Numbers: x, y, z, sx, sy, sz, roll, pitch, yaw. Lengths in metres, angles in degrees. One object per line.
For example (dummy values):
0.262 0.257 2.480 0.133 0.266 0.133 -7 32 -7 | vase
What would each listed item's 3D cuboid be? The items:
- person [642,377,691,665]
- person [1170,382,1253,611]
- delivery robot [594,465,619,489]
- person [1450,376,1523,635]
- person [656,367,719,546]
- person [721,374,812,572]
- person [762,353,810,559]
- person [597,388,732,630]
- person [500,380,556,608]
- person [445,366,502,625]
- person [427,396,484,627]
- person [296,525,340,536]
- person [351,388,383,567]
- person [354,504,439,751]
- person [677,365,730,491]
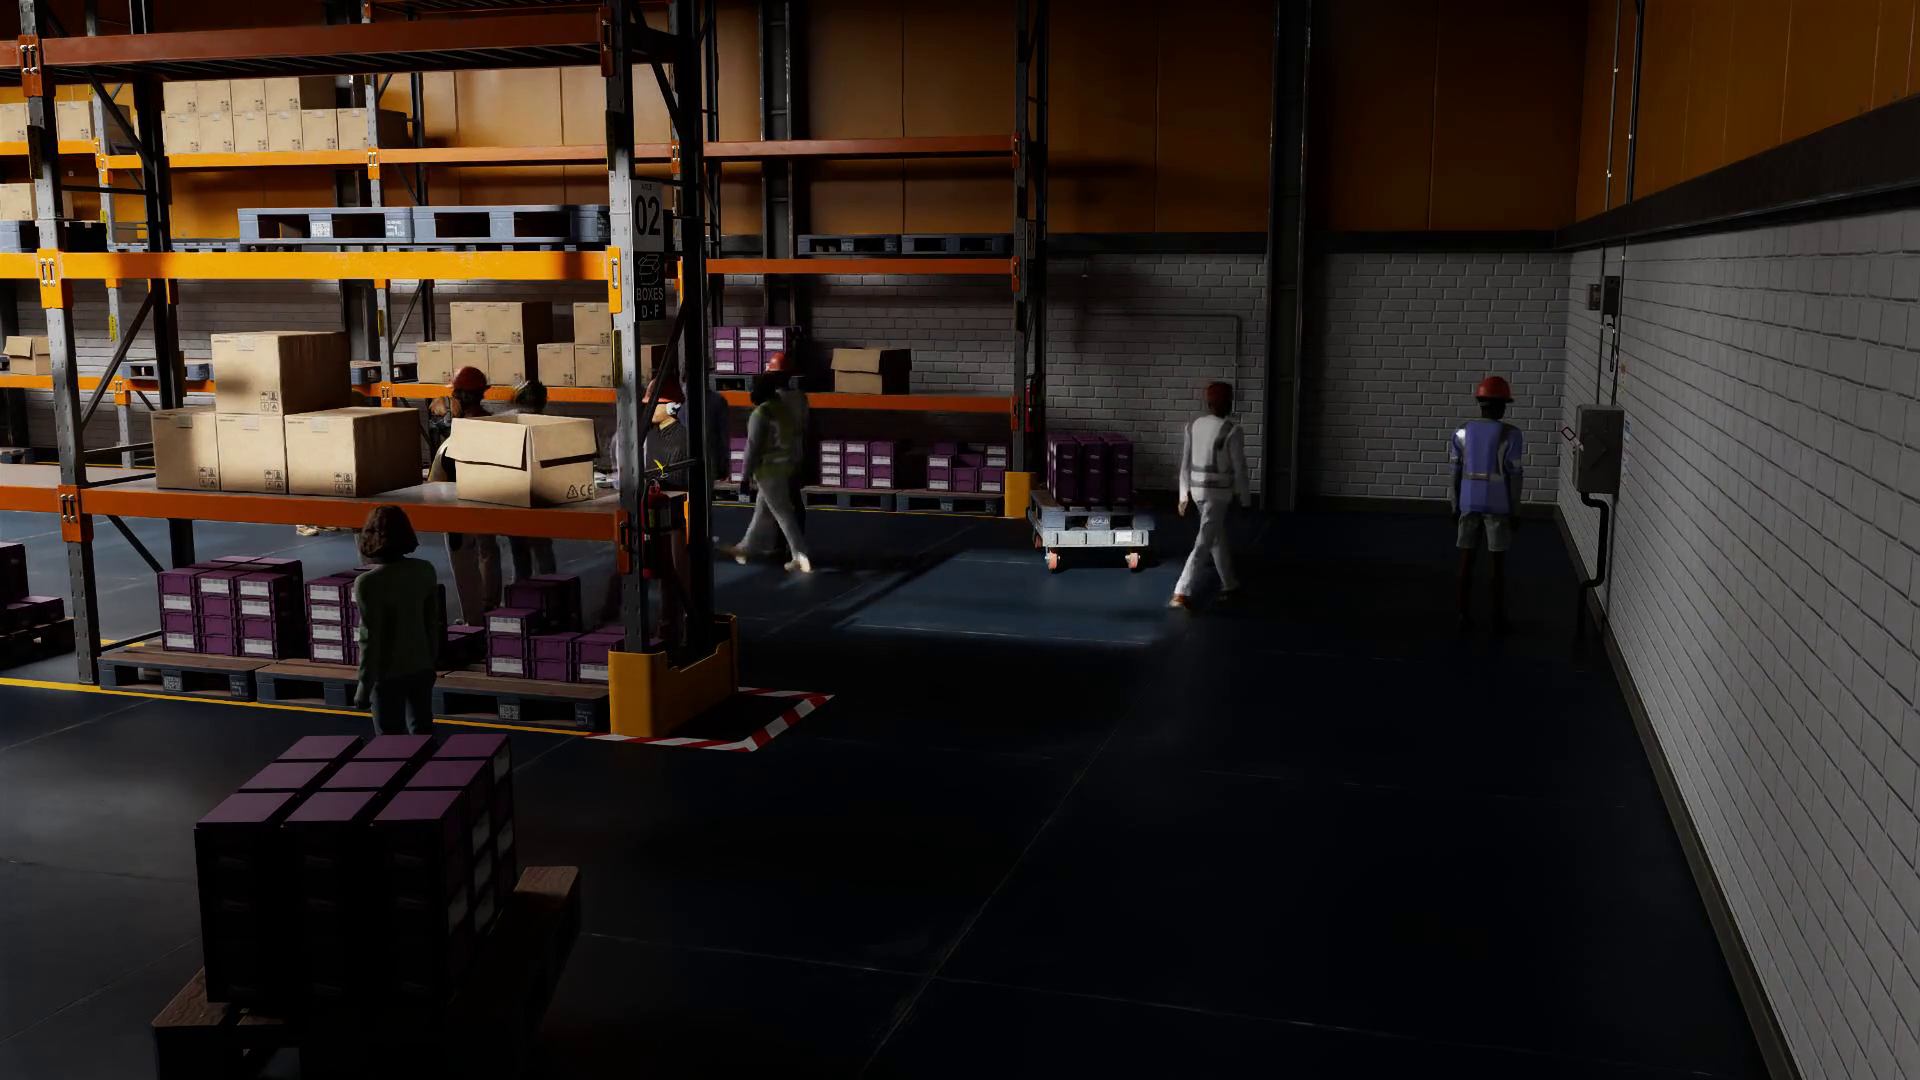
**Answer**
-2.008 -0.137 11.538 0.391 1.995 0.613 -8 12 -41 | person
2.033 -0.355 13.387 0.998 1.833 0.592 -7 12 -36 | person
-4.047 -0.582 18.345 0.477 0.478 0.707 -7 12 -36 | delivery robot
3.946 -0.256 12.460 0.542 1.931 0.376 8 12 39 | person
-2.786 -0.720 15.678 1.029 1.807 0.482 -7 12 -37 | person
-1.763 -0.603 15.021 0.999 1.777 0.635 4 10 21 | person
-1.672 -0.794 15.720 0.357 1.937 0.551 8 12 40 | person
-2.266 -0.210 12.409 0.988 1.852 0.656 0 9 2 | person
-3.384 -0.299 12.871 0.796 1.901 0.384 4 10 22 | person
-3.692 -0.325 12.678 0.375 1.997 0.612 0 9 -1 | person
-3.613 -0.122 11.960 0.430 1.835 0.622 -2 10 -14 | person
-6.653 -0.968 17.075 0.429 1.840 0.637 3 10 20 | person
-4.604 -0.261 12.818 0.404 1.823 0.587 -2 9 -10 | person
-2.661 0.644 7.873 0.268 1.632 0.509 4 10 24 | person
-2.443 -0.739 15.439 0.640 1.917 0.782 1 9 3 | person
